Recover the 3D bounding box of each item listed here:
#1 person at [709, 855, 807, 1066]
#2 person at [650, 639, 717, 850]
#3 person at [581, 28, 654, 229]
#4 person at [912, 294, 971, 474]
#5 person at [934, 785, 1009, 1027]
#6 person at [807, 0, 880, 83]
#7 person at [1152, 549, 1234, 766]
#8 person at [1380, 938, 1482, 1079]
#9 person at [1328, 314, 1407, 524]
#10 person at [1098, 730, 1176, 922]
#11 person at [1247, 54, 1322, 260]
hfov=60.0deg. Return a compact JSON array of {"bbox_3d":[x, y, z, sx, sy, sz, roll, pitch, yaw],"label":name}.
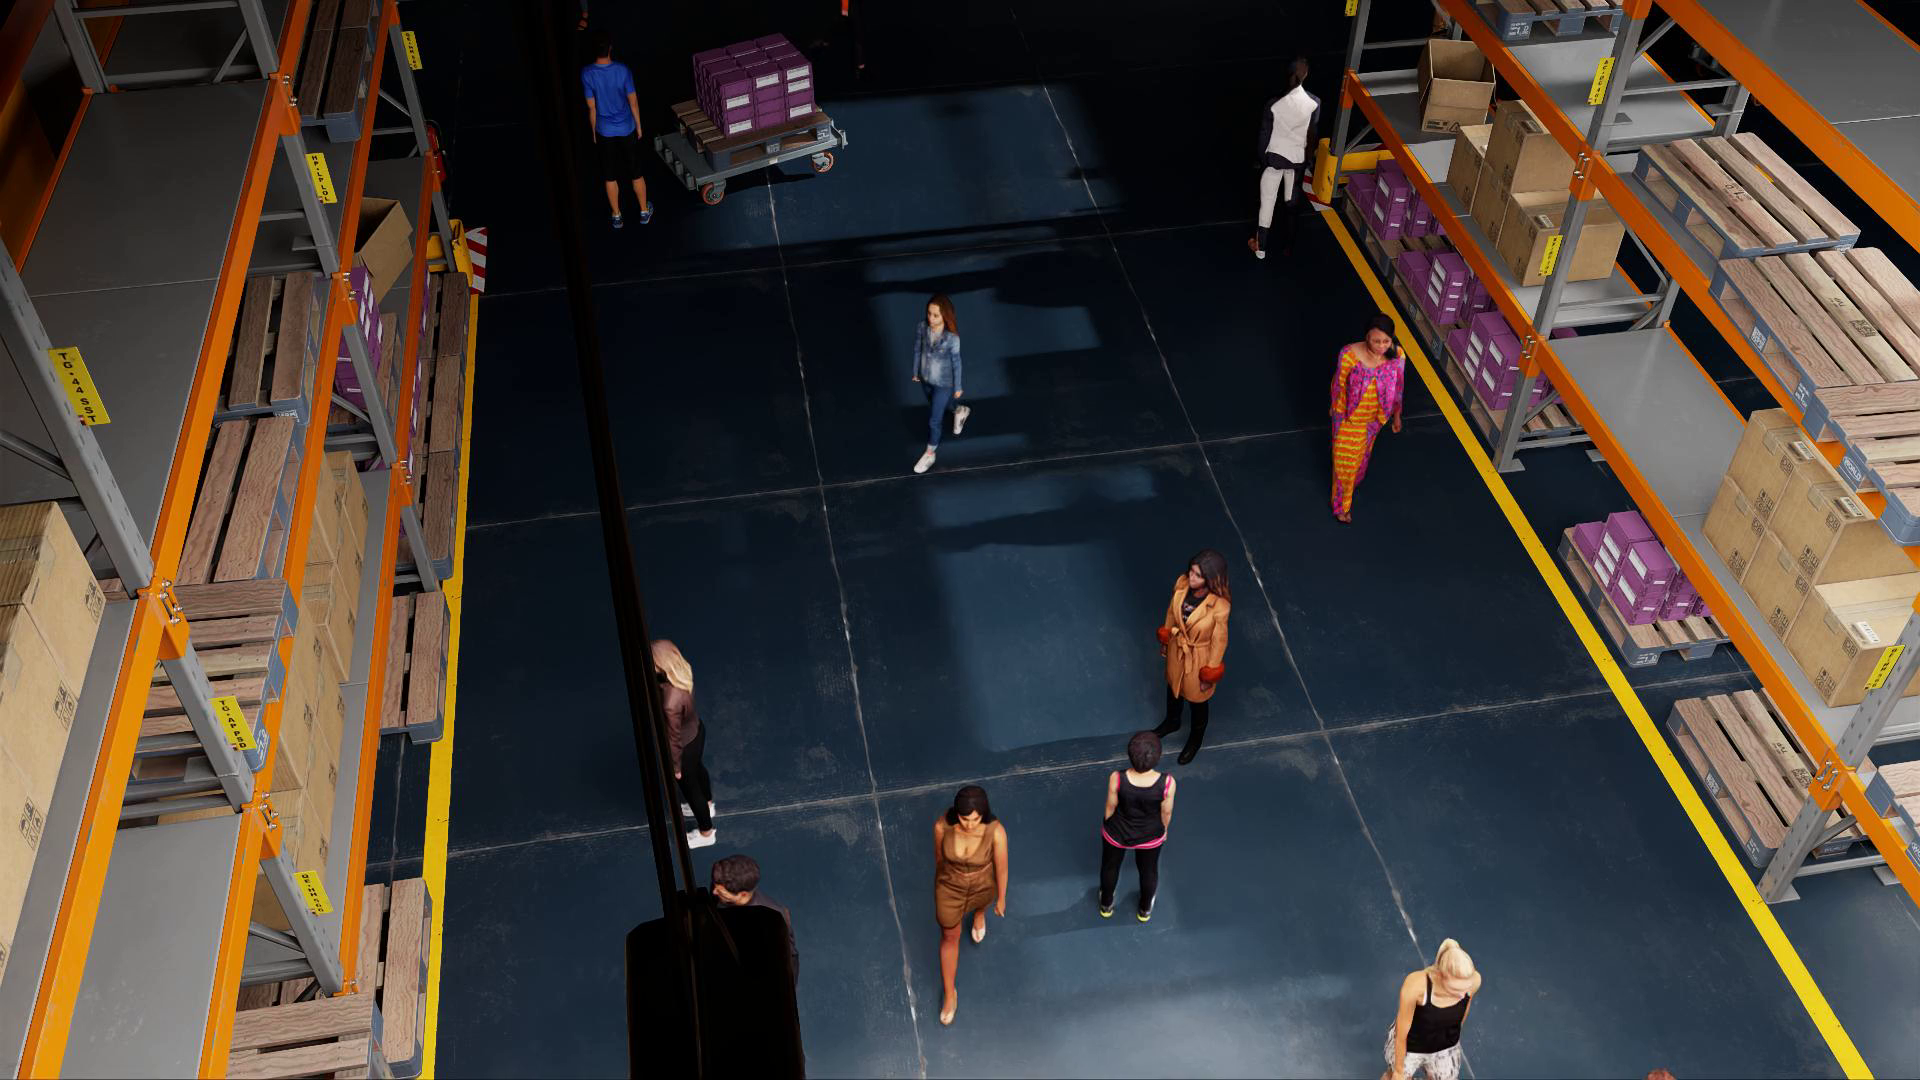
[{"bbox_3d":[-1.054,2.217,8.599,0.763,1.945,0.856,32,52,29],"label":"person"},{"bbox_3d":[-1.629,1.190,9.853,0.677,1.702,0.483,-2,44,-2],"label":"person"},{"bbox_3d":[-3.070,-3.655,14.817,0.597,1.869,0.547,-7,44,-8],"label":"person"},{"bbox_3d":[-0.124,-1.248,12.593,0.966,1.453,0.999,29,51,27],"label":"person"},{"bbox_3d":[0.064,1.820,9.232,0.745,1.646,1.105,4,44,4],"label":"person"},{"bbox_3d":[-1.188,-5.475,16.829,0.867,1.729,1.001,6,44,6],"label":"person"},{"bbox_3d":[1.442,0.716,10.337,0.832,1.720,0.712,-30,51,-28],"label":"person"},{"bbox_3d":[2.299,2.472,8.416,0.576,1.830,0.611,-5,44,-5],"label":"person"},{"bbox_3d":[2.951,-1.019,12.192,0.673,1.675,0.966,-6,44,-6],"label":"person"},{"bbox_3d":[0.994,1.639,9.493,0.579,1.550,0.569,2,44,2],"label":"person"},{"bbox_3d":[2.818,-3.309,14.439,0.711,1.891,0.637,-1,44,-1],"label":"person"}]
